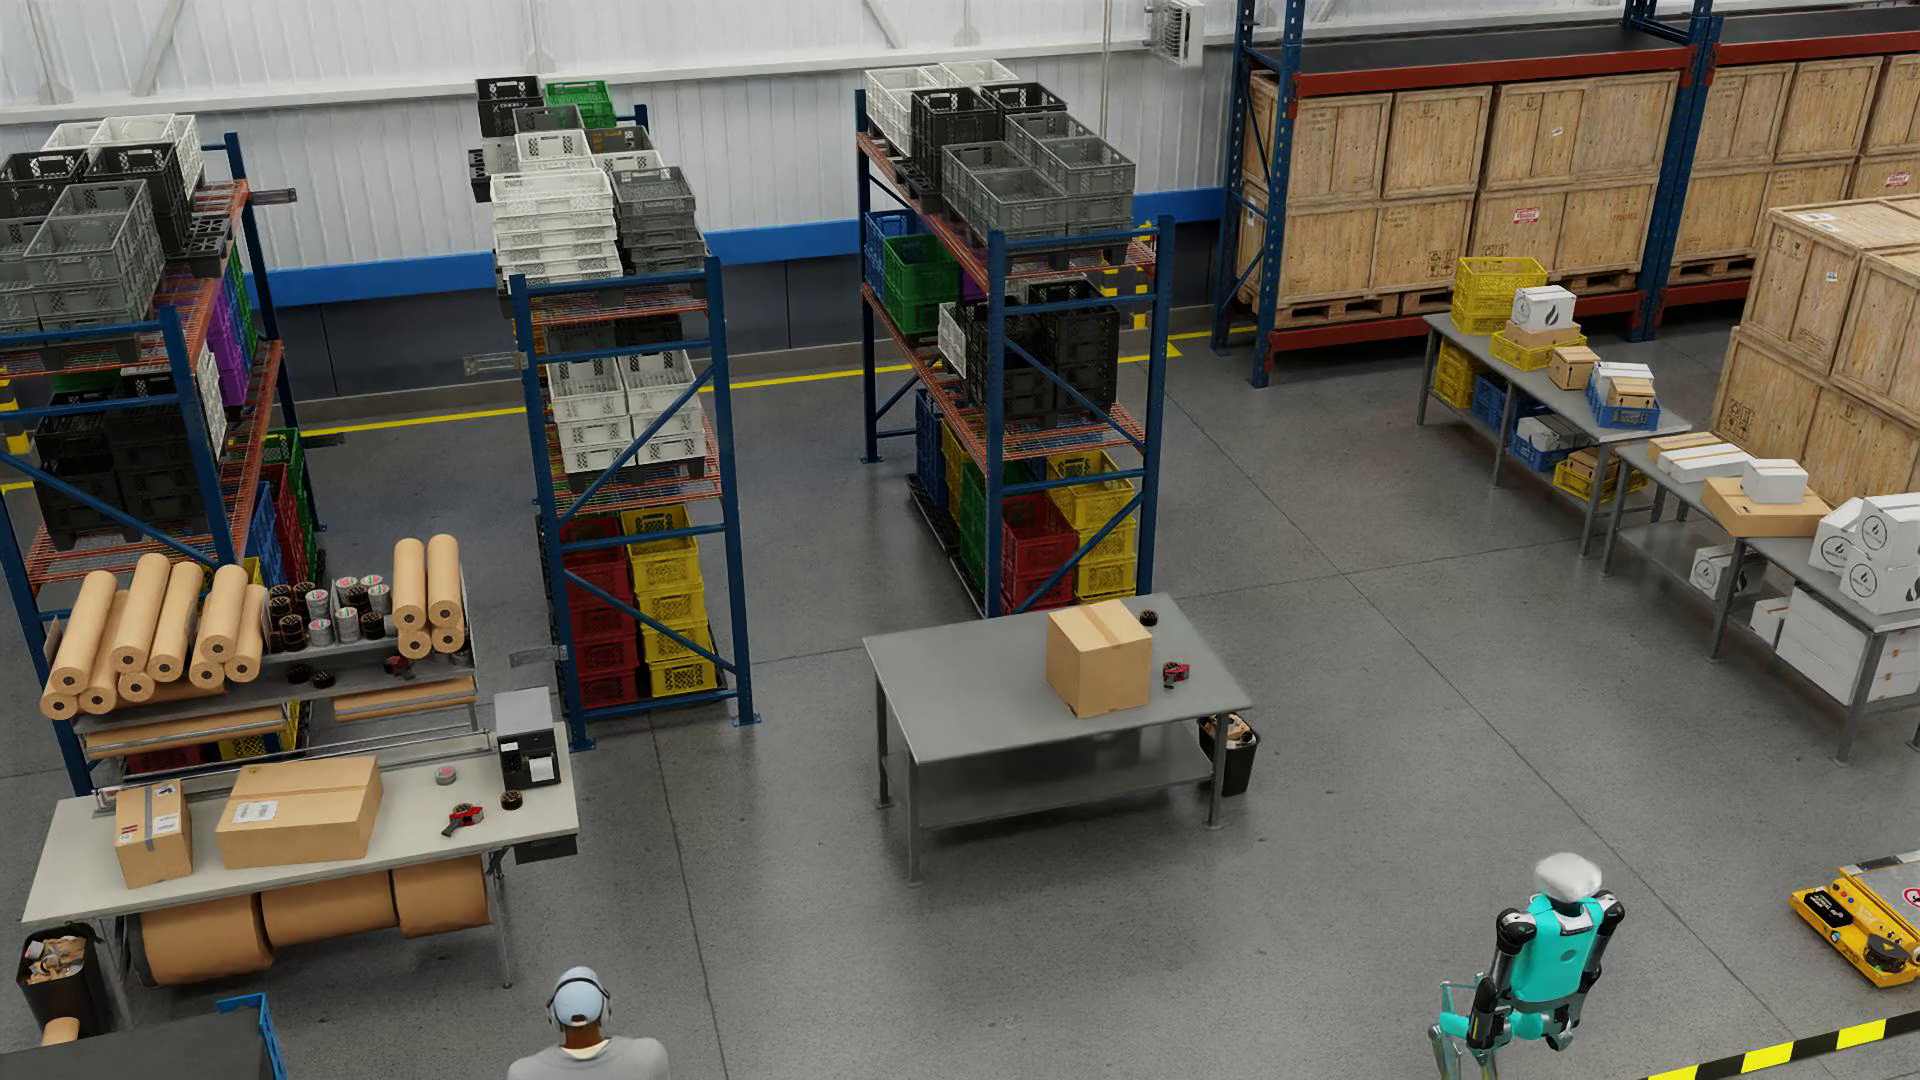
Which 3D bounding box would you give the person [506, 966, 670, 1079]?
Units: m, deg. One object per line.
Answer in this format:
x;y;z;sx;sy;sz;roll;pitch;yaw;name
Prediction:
-1.349;2.333;6.272;0.598;1.850;0.394;-7;30;-13;person

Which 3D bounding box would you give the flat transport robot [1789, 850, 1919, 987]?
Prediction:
5.163;1.916;8.676;1.431;0.231;0.659;-8;30;-14;flat transport robot

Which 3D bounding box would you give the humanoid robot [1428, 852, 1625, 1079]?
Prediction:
2.298;1.897;7.050;0.533;1.673;0.735;-8;30;-14;humanoid robot
